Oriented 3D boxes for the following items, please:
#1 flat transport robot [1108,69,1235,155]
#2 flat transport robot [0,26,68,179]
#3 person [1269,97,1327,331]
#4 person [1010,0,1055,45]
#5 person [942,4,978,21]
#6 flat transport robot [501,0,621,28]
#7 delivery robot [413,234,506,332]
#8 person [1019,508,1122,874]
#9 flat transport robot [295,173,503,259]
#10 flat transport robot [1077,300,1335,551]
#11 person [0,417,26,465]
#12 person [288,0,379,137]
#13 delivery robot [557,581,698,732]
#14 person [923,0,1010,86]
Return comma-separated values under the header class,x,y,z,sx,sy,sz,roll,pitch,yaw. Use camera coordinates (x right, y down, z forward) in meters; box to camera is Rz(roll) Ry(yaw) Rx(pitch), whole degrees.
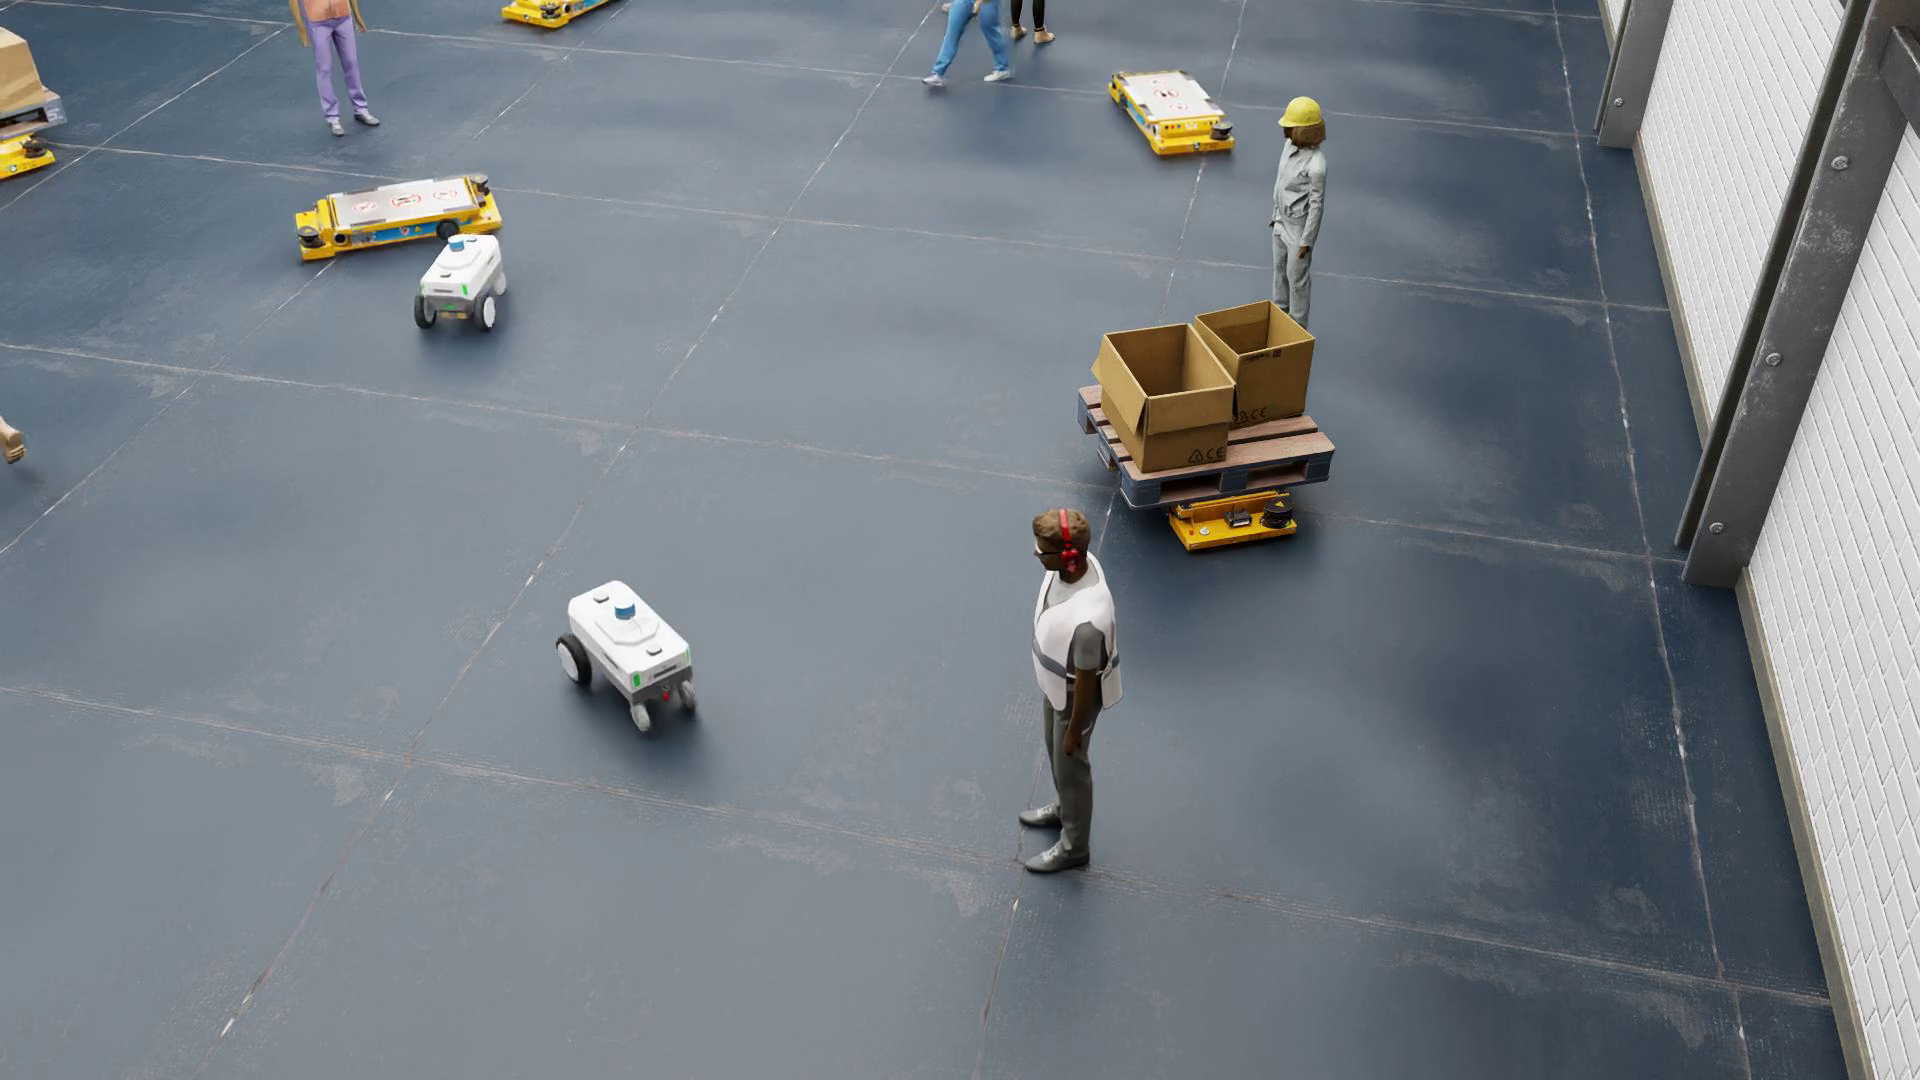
class,x,y,z,sx,sy,sz,roll,pitch,yaw
flat transport robot,1.777,-3.651,14.104,0.659,0.231,1.431,-8,37,-10
flat transport robot,-8.051,-3.262,13.584,1.431,0.231,0.659,29,45,33
person,2.121,-2.004,10.669,0.322,1.740,0.492,-10,38,-13
person,0.661,-5.426,15.285,0.539,1.695,0.317,22,42,26
person,0.049,-5.885,15.747,0.354,1.883,0.572,-12,38,-16
flat transport robot,-3.813,-5.416,16.466,0.659,0.231,1.431,19,41,23
delivery robot,-3.397,-1.799,11.375,0.499,0.580,0.756,4,37,5
person,0.467,0.635,7.067,0.411,1.830,0.574,-5,37,-7
flat transport robot,-4.216,-2.432,12.474,1.431,0.231,0.659,-13,39,-17
flat transport robot,1.396,-0.455,9.828,0.659,0.231,1.431,-9,38,-12
person,-5.916,-1.109,9.483,0.663,1.733,0.488,8,38,11
person,-5.174,-4.256,13.600,0.569,1.840,0.373,-30,46,-34
delivery robot,-1.640,0.532,8.264,0.499,0.590,0.793,-26,44,-30
person,0.114,-4.721,14.372,0.522,1.664,0.846,31,46,34
